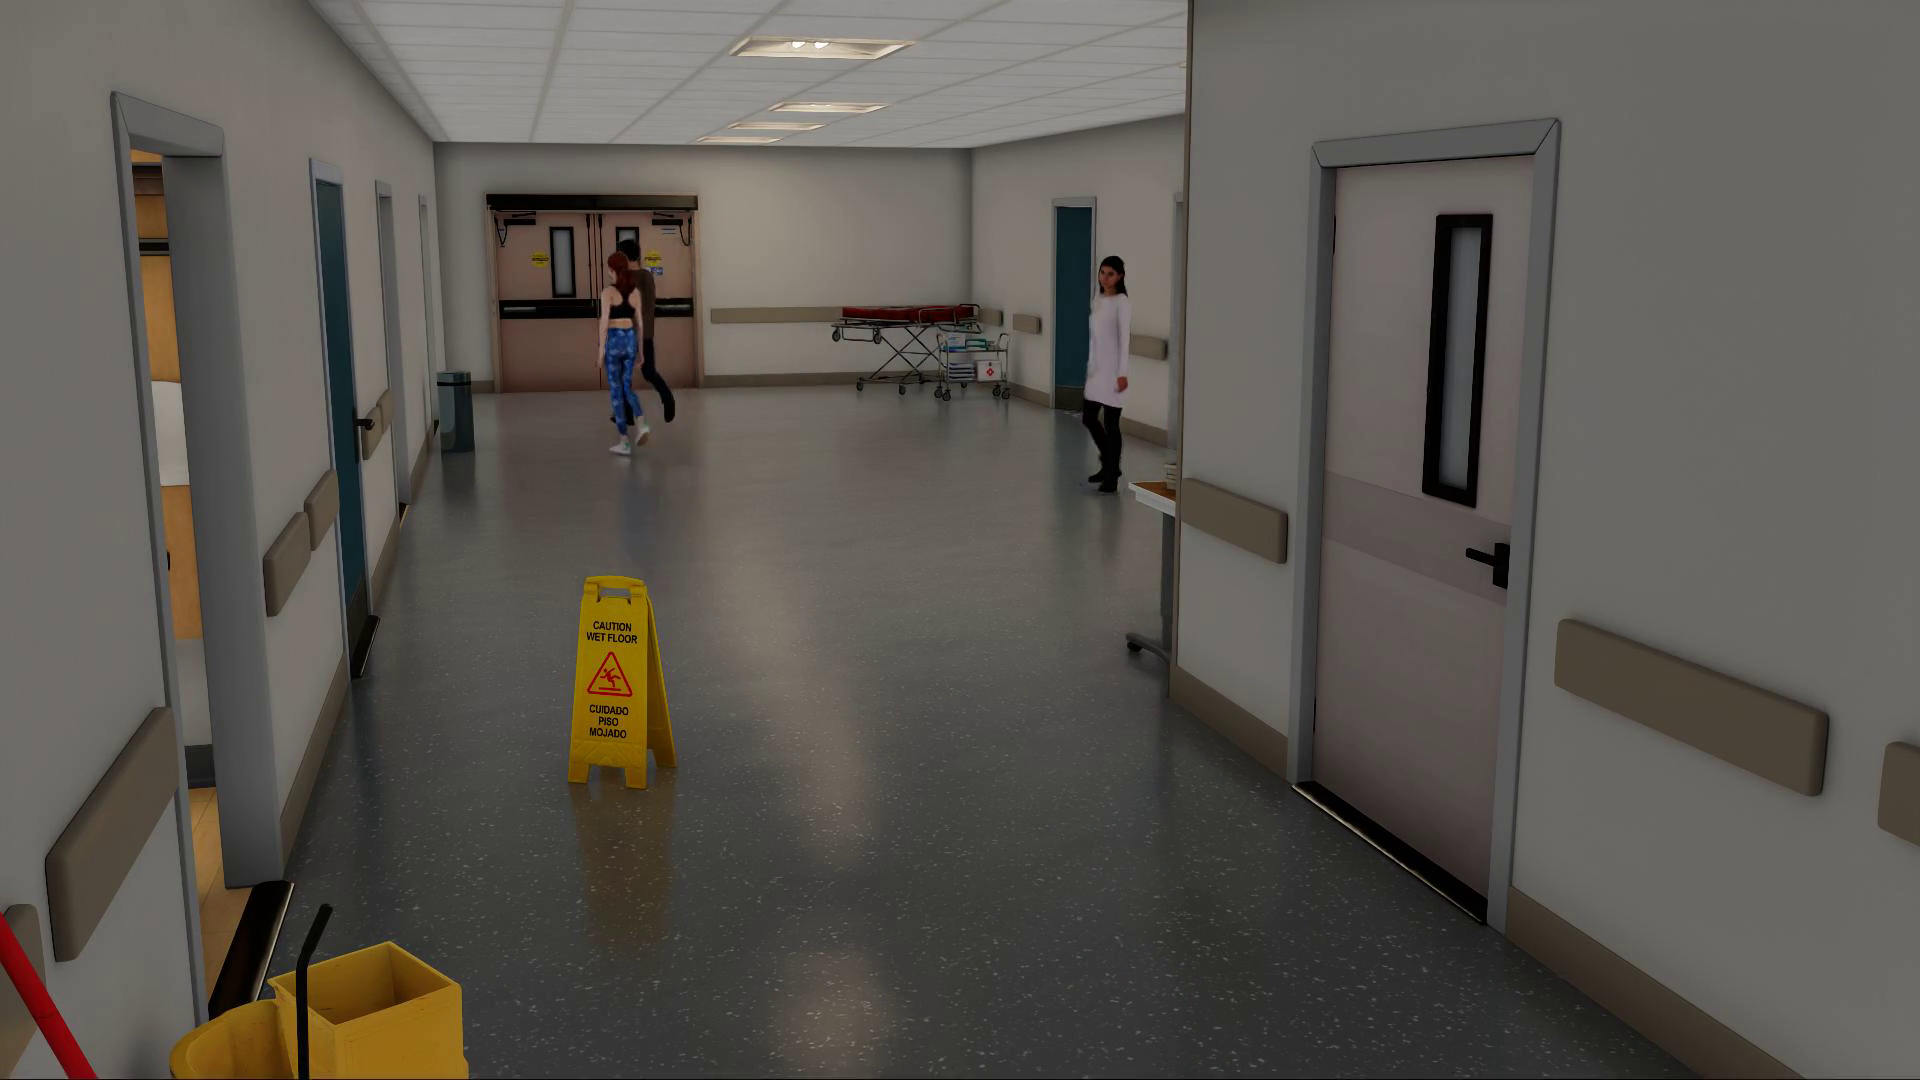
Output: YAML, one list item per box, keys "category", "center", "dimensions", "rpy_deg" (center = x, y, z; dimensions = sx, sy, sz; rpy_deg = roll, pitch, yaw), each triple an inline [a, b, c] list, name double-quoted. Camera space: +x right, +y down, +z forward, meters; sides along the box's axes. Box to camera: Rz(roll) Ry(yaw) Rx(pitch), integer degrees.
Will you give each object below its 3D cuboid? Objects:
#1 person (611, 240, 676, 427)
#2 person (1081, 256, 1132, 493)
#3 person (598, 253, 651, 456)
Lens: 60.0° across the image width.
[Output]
- category: "person"
  center: [-3.181, -2.046, 16.655]
  dimensions: [1.161, 1.864, 1.016]
  rpy_deg: [9, 14, 39]
- category: "person"
  center: [1.142, -1.246, 12.632]
  dimensions: [0.858, 1.792, 0.698]
  rpy_deg: [-5, 12, -24]
- category: "person"
  center: [-2.942, -1.625, 14.673]
  dimensions: [0.808, 1.775, 0.731]
  rpy_deg: [9, 14, 41]
